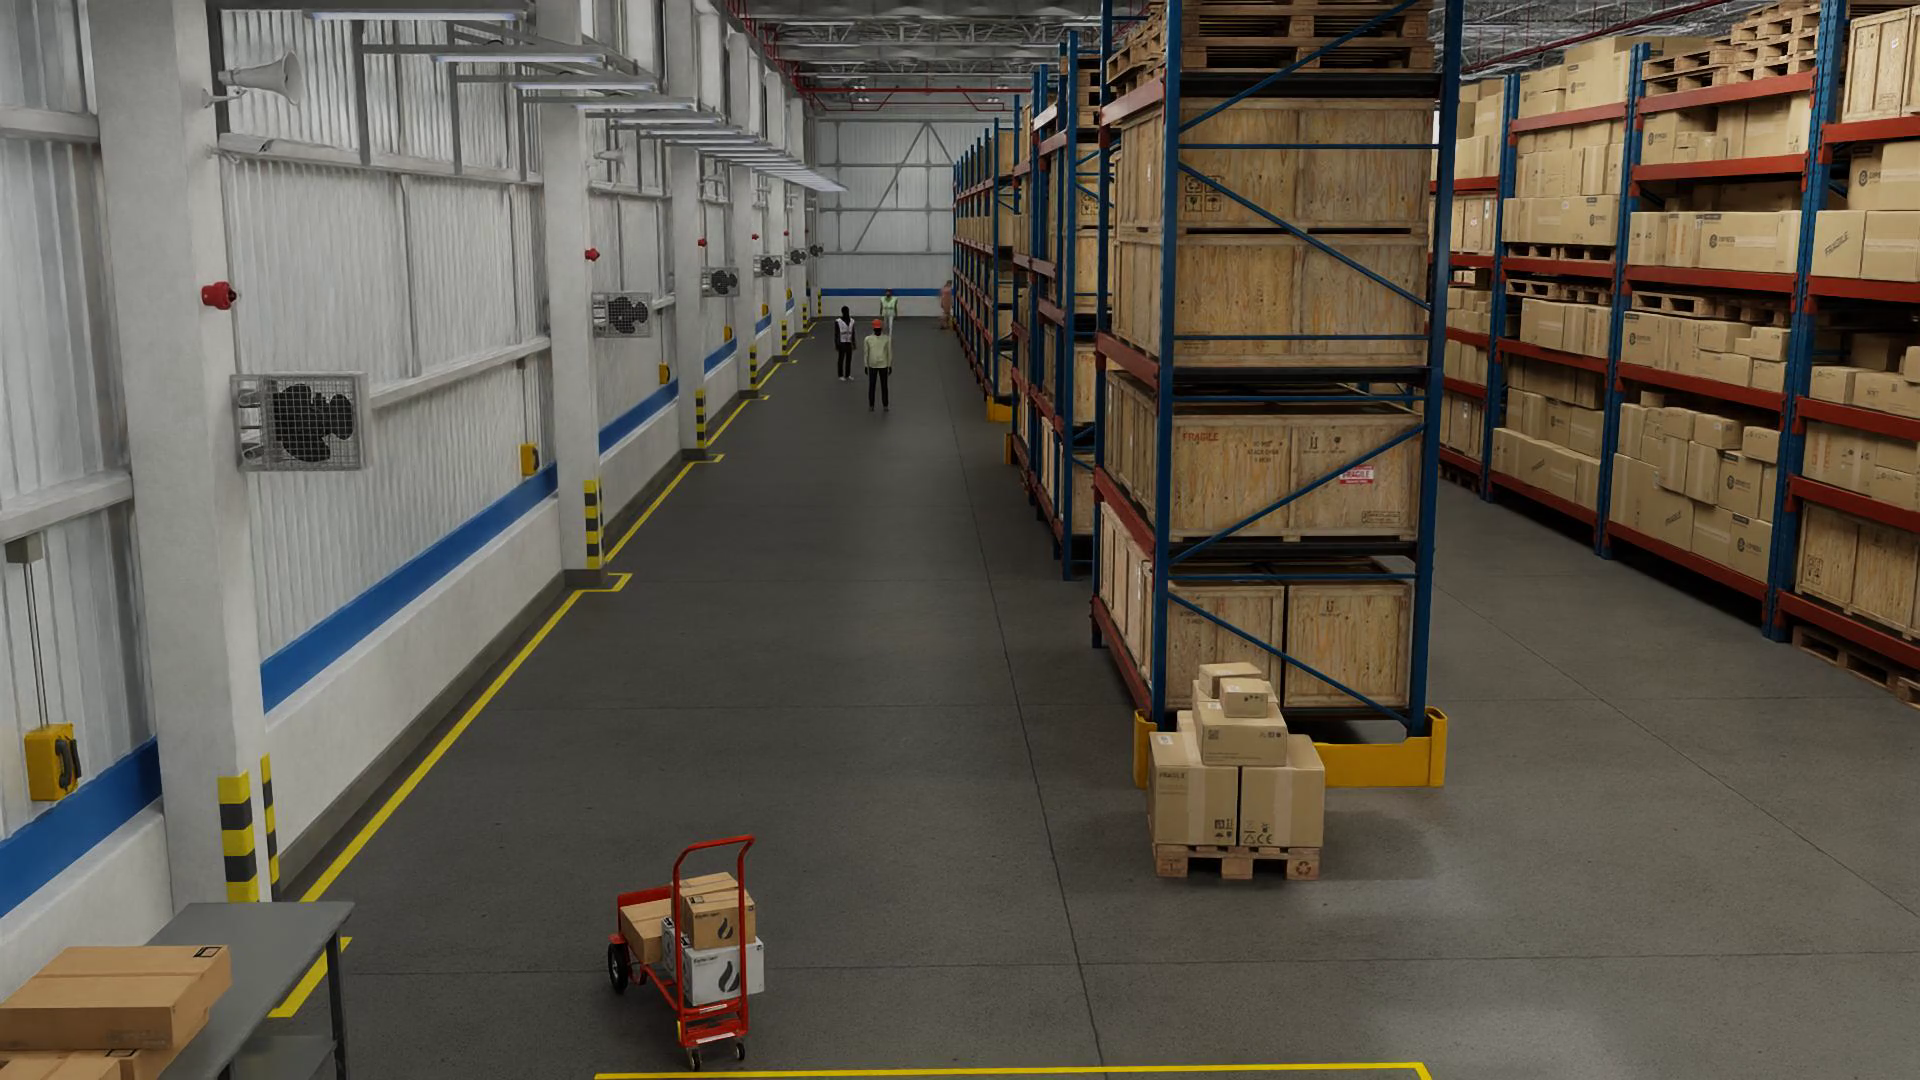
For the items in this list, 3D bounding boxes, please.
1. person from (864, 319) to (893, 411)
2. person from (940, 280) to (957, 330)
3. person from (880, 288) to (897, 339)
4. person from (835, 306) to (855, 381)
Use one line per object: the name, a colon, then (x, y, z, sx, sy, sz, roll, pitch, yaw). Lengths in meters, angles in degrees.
person: (-1.747, -3.739, 35.648, 0.622, 1.985, 0.407, -1, 11, -6)
person: (-0.375, -8.827, 62.467, 0.915, 1.852, 0.675, -5, 12, -23)
person: (-2.385, -7.528, 55.783, 0.569, 1.826, 0.718, 2, 11, 8)
person: (-2.955, -5.032, 42.577, 0.589, 1.910, 0.388, -10, 15, -42)
